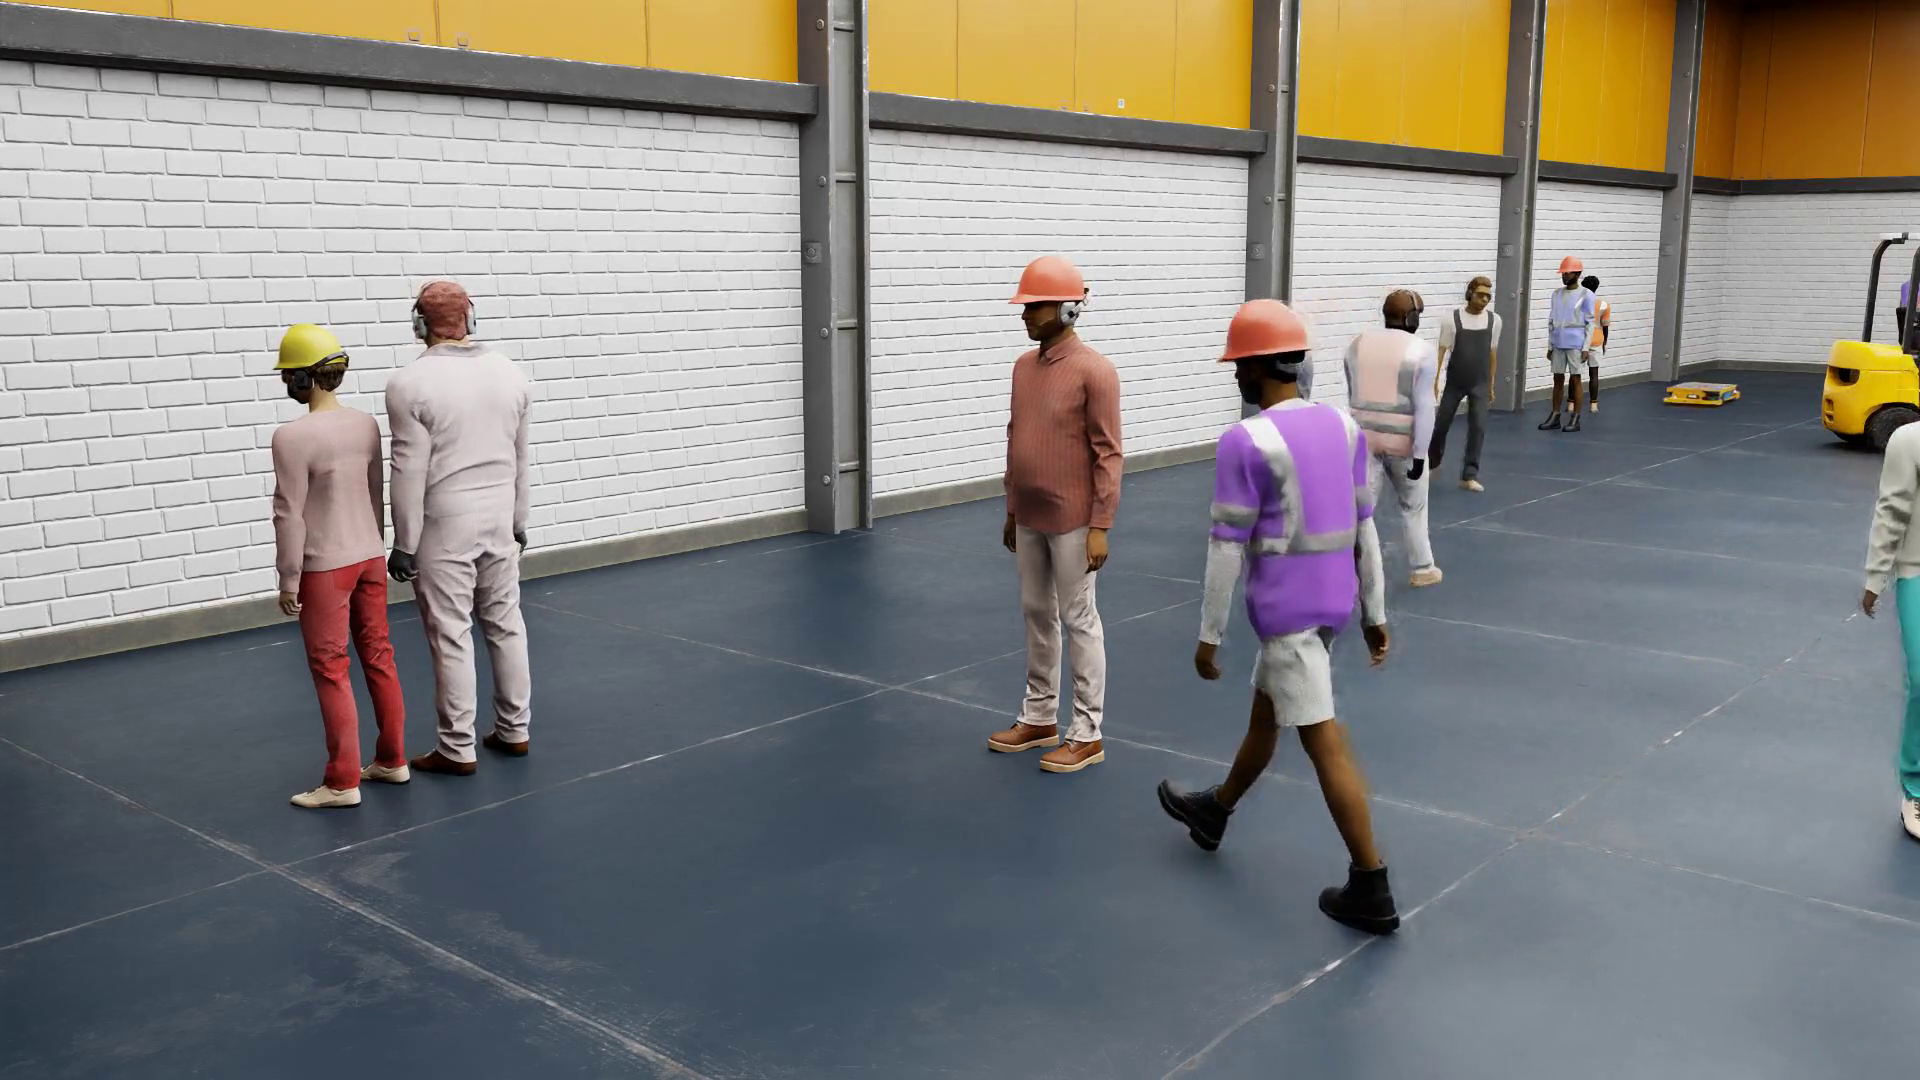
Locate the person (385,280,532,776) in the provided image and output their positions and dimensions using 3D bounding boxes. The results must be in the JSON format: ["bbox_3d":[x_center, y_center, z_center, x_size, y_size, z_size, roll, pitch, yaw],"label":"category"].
[{"bbox_3d":[-1.954,-0.045,6.454,0.400,1.905,0.644,7,12,34],"label":"person"}]

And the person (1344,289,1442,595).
[{"bbox_3d":[2.525,-0.572,9.783,0.623,1.799,0.945,9,13,42],"label":"person"}]

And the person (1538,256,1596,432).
[{"bbox_3d":[6.724,-2.155,18.406,0.391,1.925,0.547,-7,12,-34],"label":"person"}]

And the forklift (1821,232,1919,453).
[{"bbox_3d":[9.955,-1.972,16.595,2.313,2.155,1.214,1,10,8],"label":"forklift"}]

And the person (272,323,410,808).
[{"bbox_3d":[-2.303,0.094,6.086,0.349,1.758,0.521,4,11,19],"label":"person"}]

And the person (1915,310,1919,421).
[{"bbox_3d":[8.271,-1.332,13.849,0.615,1.887,0.670,-3,10,-17],"label":"person"}]

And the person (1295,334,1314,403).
[{"bbox_3d":[2.180,-0.726,11.123,0.285,1.624,0.494,-4,11,-23],"label":"person"}]

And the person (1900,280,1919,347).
[{"bbox_3d":[13.753,-3.088,23.965,0.388,1.837,0.563,-2,10,-11],"label":"person"}]

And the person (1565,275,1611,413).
[{"bbox_3d":[7.731,-2.411,20.529,0.532,1.691,0.318,2,10,12],"label":"person"}]

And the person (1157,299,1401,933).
[{"bbox_3d":[0.977,0.203,5.139,0.566,1.860,1.064,-8,13,-38],"label":"person"}]

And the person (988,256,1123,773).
[{"bbox_3d":[0.365,-0.099,6.494,0.388,1.992,0.625,-7,12,-34],"label":"person"}]

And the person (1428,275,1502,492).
[{"bbox_3d":[4.236,-1.329,14.064,0.558,1.814,0.713,1,10,4],"label":"person"}]

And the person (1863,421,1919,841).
[{"bbox_3d":[3.434,0.165,5.673,0.554,1.743,0.621,1,10,7],"label":"person"}]

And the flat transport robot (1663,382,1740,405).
[{"bbox_3d":[9.727,-1.922,21.785,0.652,0.197,1.431,7,12,35],"label":"flat transport robot"}]
